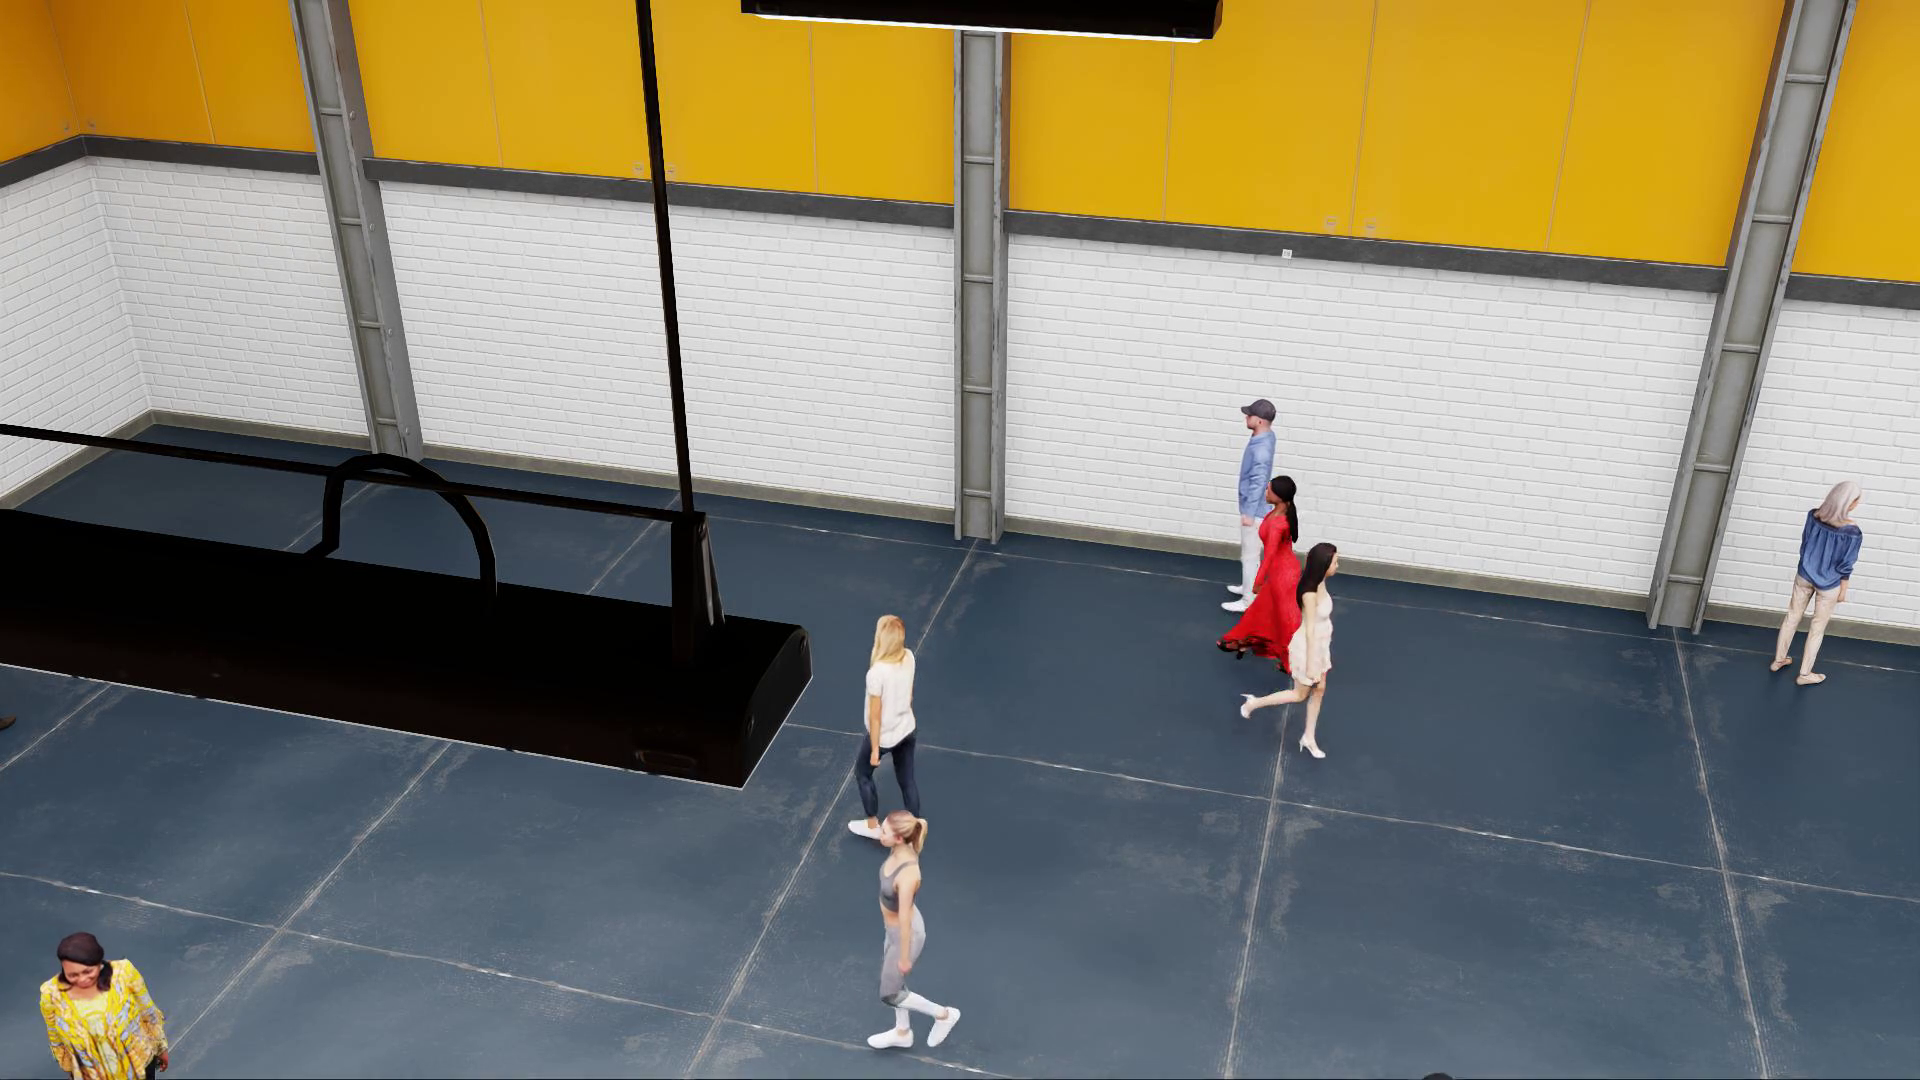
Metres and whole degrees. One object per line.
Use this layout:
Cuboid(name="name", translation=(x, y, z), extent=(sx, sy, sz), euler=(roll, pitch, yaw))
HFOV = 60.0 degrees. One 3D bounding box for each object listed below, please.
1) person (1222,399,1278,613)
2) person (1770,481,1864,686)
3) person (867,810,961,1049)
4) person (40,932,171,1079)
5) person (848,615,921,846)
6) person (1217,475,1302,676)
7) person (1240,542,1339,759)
Cuboid(name="person", translation=(2.441, -0.291, 13.771), extent=(0.544, 1.887, 0.631), euler=(7, 29, 13))
Cuboid(name="person", translation=(6.644, 0.313, 12.868), extent=(0.765, 1.702, 0.706), euler=(-16, 32, -26))
Cuboid(name="person", translation=(-0.247, 2.228, 9.359), extent=(0.859, 1.690, 0.734), euler=(-4, 29, -7))
Cuboid(name="person", translation=(-4.404, 2.642, 8.649), extent=(0.871, 1.643, 0.927), euler=(-19, 34, -31))
Cuboid(name="person", translation=(-0.385, 1.325, 10.905), extent=(0.893, 1.796, 0.816), euler=(25, 37, 37))
Cuboid(name="person", translation=(2.560, 0.323, 12.802), extent=(1.057, 1.748, 0.681), euler=(11, 30, 19))
Cuboid(name="person", translation=(2.419, 0.792, 11.966), extent=(0.961, 1.714, 0.705), euler=(14, 32, 24))
